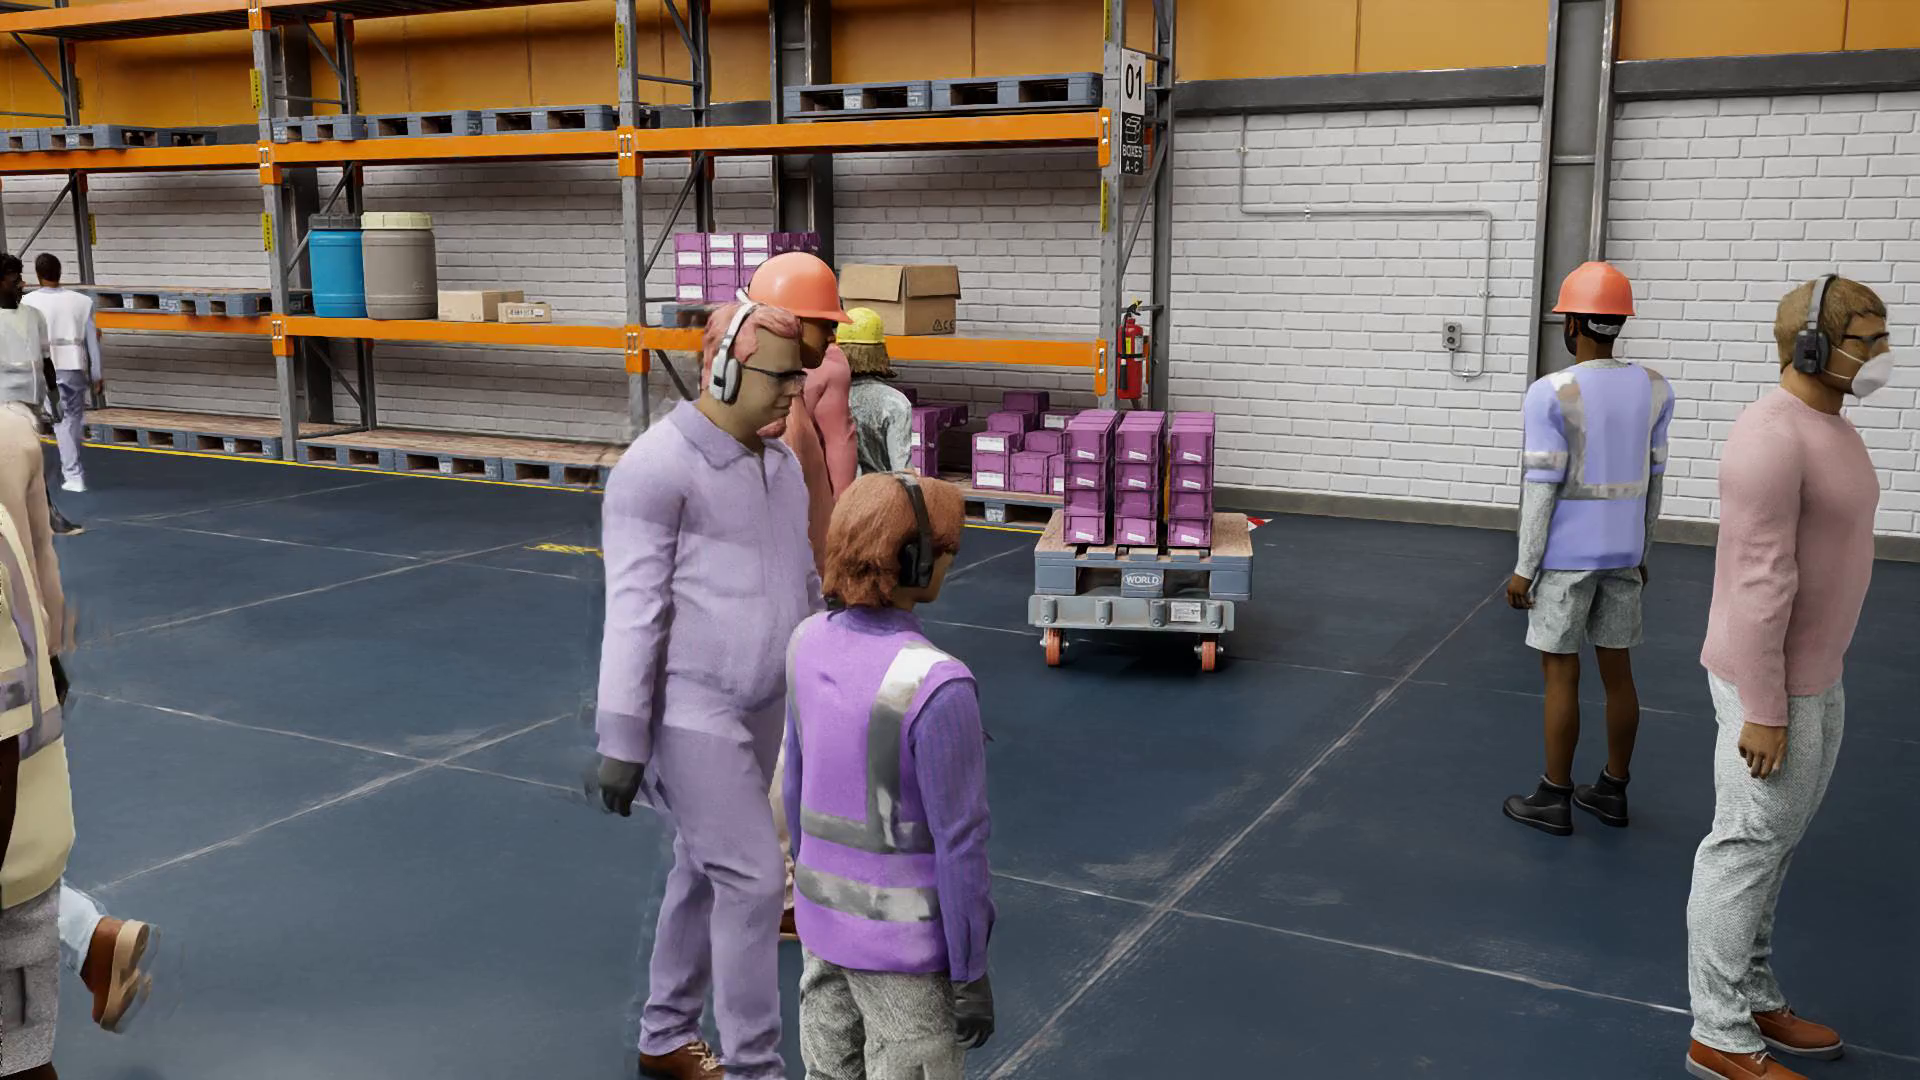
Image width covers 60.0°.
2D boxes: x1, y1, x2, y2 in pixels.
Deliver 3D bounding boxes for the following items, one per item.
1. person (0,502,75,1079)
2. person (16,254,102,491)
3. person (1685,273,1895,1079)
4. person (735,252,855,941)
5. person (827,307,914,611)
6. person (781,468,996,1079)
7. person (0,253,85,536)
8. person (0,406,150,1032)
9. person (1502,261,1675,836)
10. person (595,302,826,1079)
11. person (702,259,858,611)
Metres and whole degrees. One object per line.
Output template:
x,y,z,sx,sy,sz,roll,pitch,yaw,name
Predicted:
-1.706,0.538,2.826,0.367,1.964,0.609,-7,12,-32,person
-7.323,-1.355,13.439,0.617,1.871,0.965,-9,14,-42,person
1.968,0.347,3.950,0.373,1.940,0.629,8,13,37,person
-0.502,0.175,4.789,0.410,1.982,0.626,-2,11,-13,person
-0.410,-0.084,6.871,0.484,1.737,0.322,4,11,19,person
-0.125,0.694,2.876,0.310,1.636,0.522,-8,13,-37,person
-6.472,-0.996,11.376,0.983,1.922,0.617,3,11,17,person
-2.388,0.309,4.087,0.752,1.964,0.636,2,11,11,person
2.108,0.038,5.645,0.542,1.939,0.369,-3,11,-15,person
-0.454,0.411,3.772,0.792,1.870,0.661,5,11,24,person
-0.700,-0.139,6.614,0.632,1.940,0.372,3,11,17,person
